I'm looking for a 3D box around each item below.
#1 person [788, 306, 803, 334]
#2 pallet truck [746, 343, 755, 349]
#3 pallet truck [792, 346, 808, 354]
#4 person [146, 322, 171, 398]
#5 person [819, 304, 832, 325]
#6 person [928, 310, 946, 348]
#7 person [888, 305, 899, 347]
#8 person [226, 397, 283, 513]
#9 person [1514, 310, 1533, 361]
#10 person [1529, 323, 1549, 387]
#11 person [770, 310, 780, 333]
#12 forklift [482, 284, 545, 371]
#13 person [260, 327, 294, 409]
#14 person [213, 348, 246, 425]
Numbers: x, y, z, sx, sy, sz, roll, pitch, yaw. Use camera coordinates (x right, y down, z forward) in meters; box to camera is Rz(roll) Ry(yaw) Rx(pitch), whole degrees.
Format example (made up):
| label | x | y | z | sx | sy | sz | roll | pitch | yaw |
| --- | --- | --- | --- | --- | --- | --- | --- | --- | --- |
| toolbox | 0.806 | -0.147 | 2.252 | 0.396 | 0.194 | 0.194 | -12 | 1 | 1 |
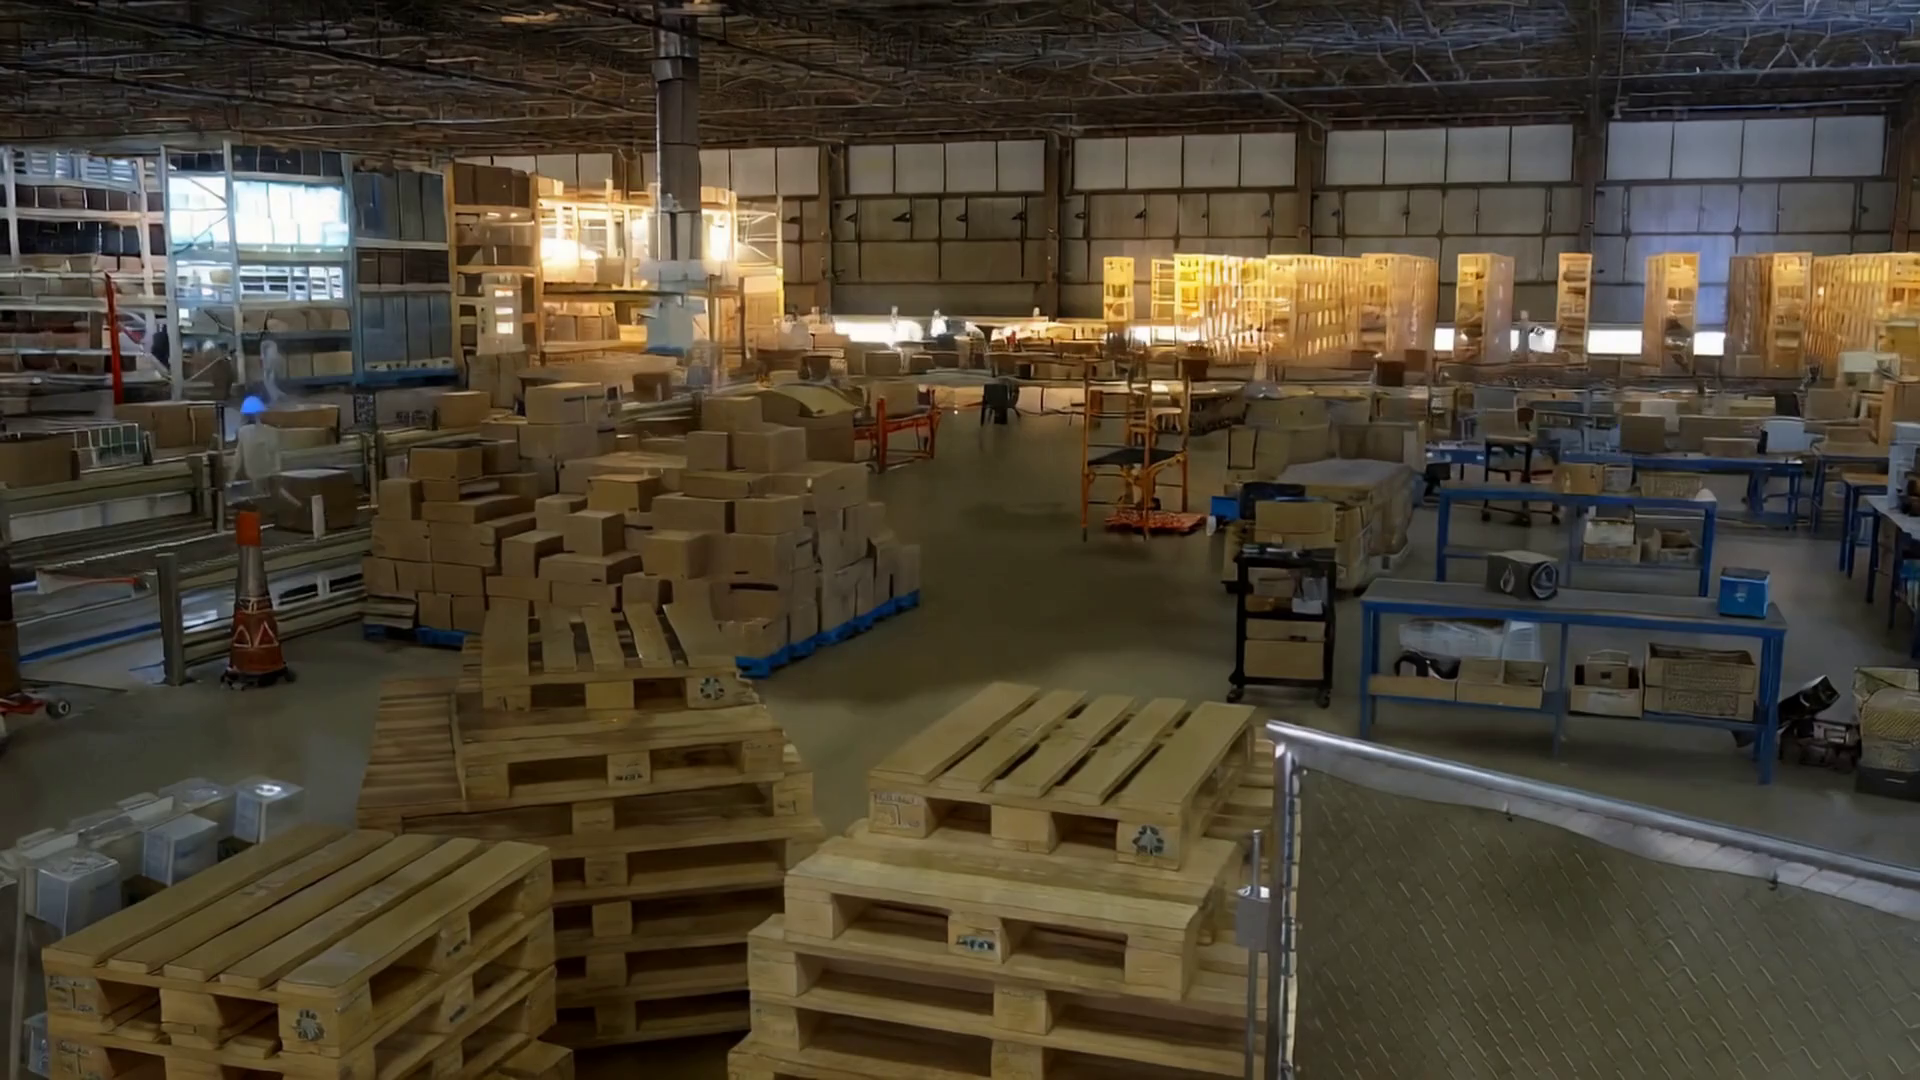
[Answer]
| label | x | y | z | sx | sy | sz | roll | pitch | yaw |
| --- | --- | --- | --- | --- | --- | --- | --- | --- | --- |
| person | -6.209 | -7.910 | 62.917 | 0.556 | 1.865 | 0.993 | -1 | 9 | -7 |
| pallet truck | -6.183 | -4.618 | 44.264 | 1.601 | 1.201 | 0.680 | -9 | 12 | -43 |
| pallet truck | -3.705 | -4.298 | 42.022 | 0.653 | 1.274 | 1.630 | 3 | 10 | 20 |
| person | -19.725 | -4.436 | 41.074 | 0.650 | 1.877 | 0.833 | 3 | 10 | 20 |
| person | -4.946 | -7.630 | 60.772 | 0.397 | 1.992 | 0.622 | 7 | 12 | 39 |
| person | -0.797 | -6.643 | 54.870 | 0.596 | 1.907 | 0.959 | -7 | 11 | -36 |
| person | -2.648 | -8.504 | 66.771 | 0.446 | 1.828 | 0.658 | -1 | 9 | -6 |
| person | -7.586 | -0.652 | 17.793 | 0.533 | 1.731 | 0.864 | 4 | 10 | 25 |
| person | 19.898 | -7.176 | 58.436 | 0.704 | 1.832 | 0.560 | 2 | 9 | 11 |
| person | 14.759 | -4.612 | 42.384 | 0.433 | 1.817 | 0.597 | 5 | 11 | 31 |
| person | -6.981 | -7.798 | 62.719 | 0.370 | 1.724 | 0.617 | 7 | 11 | 37 |
| forklift | -10.832 | -4.702 | 39.610 | 1.129 | 2.768 | 1.873 | 3 | 10 | 20 |
| person | -15.097 | -3.735 | 36.580 | 0.786 | 1.915 | 0.634 | -9 | 13 | -44 |
| person | -14.672 | -3.058 | 33.315 | 0.845 | 1.579 | 0.520 | 3 | 10 | 18 |
